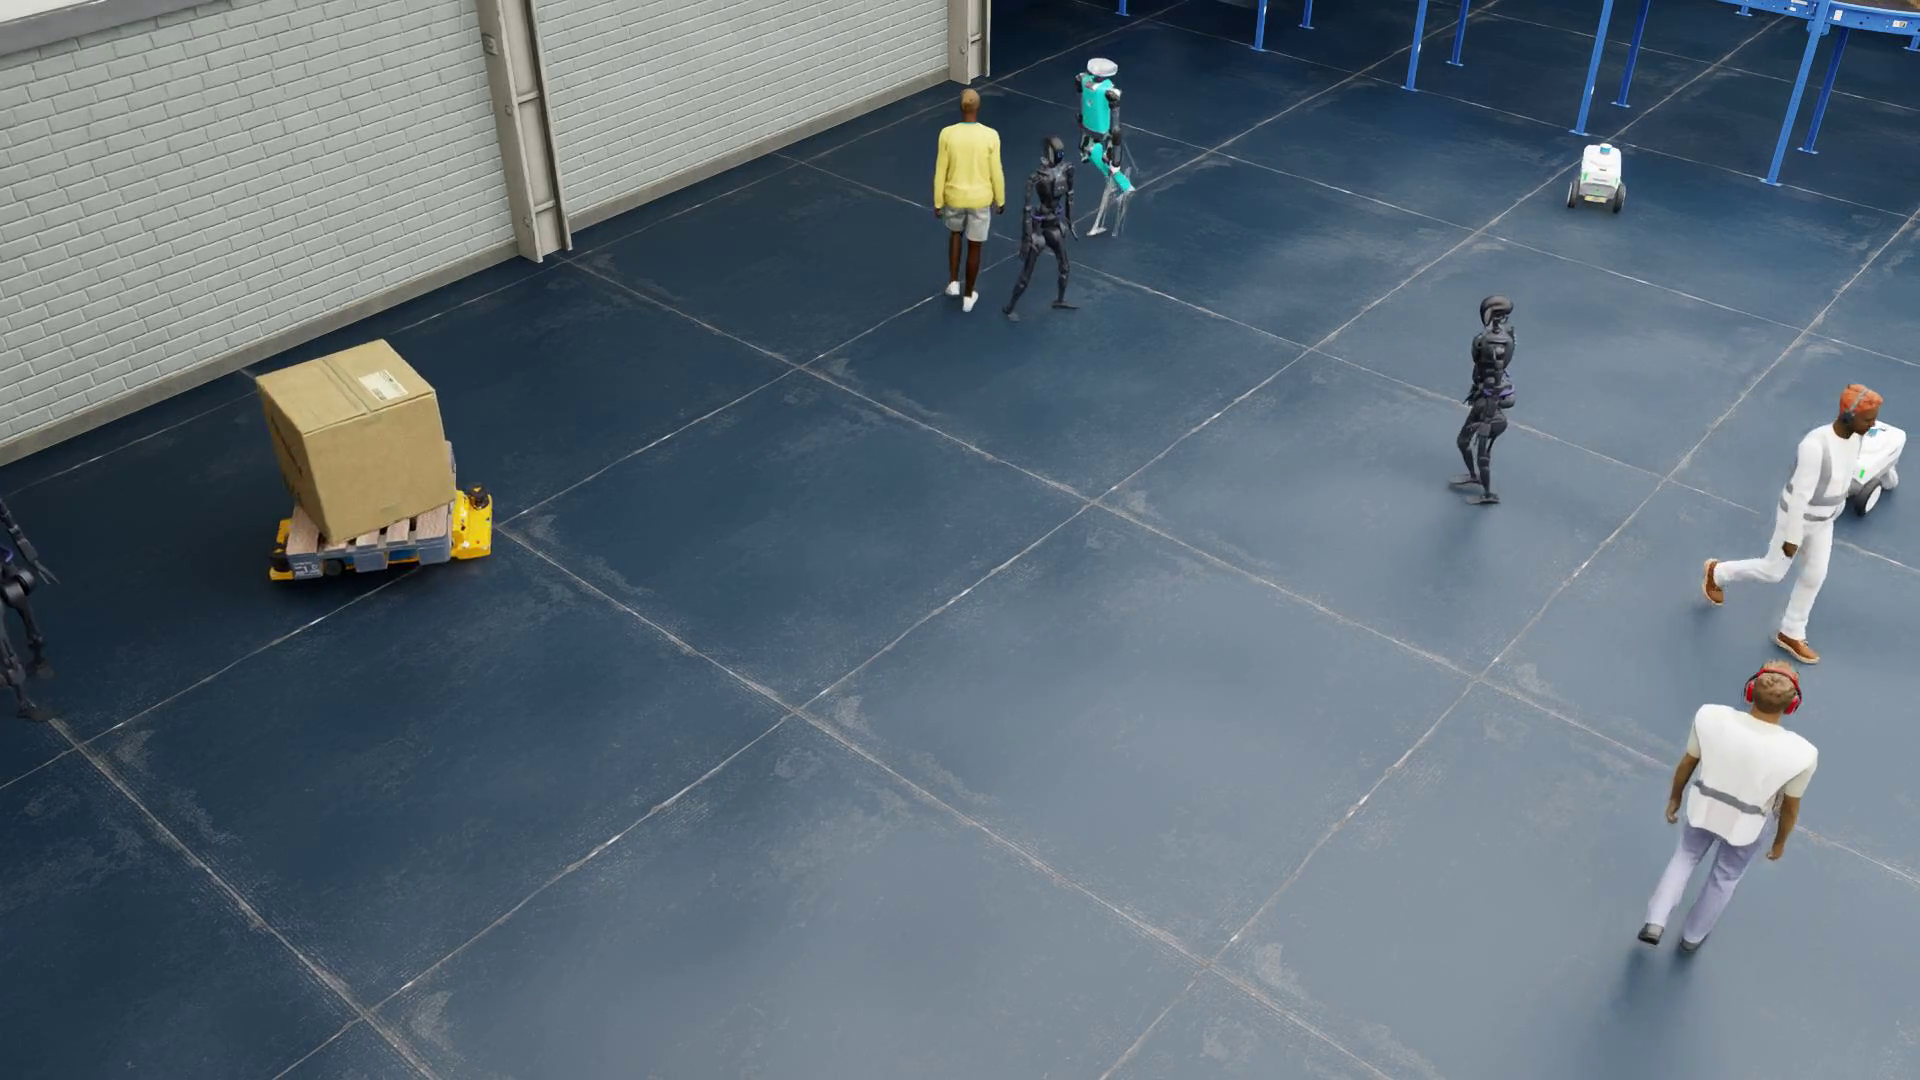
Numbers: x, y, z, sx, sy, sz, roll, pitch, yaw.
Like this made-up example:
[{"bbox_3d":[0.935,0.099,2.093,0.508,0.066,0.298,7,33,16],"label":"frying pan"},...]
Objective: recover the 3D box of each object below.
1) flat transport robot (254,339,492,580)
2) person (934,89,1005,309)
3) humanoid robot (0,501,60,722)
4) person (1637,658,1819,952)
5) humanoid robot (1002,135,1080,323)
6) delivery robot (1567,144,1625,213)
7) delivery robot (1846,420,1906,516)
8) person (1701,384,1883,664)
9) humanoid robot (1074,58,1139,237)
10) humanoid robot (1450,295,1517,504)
[{"bbox_3d":[-3.979,-0.057,11.468,1.431,0.231,0.659,-7,36,-10],"label":"flat transport robot"},{"bbox_3d":[0.080,-2.864,14.031,0.583,1.872,0.505,6,36,8],"label":"person"},{"bbox_3d":[-5.663,0.278,9.820,0.579,1.634,0.625,18,39,24],"label":"humanoid robot"},{"bbox_3d":[3.736,1.371,8.119,0.563,1.827,0.487,28,44,33],"label":"person"},{"bbox_3d":[0.689,-2.626,13.892,0.620,1.633,0.473,-26,43,-32],"label":"humanoid robot"},{"bbox_3d":[6.192,-3.525,16.085,0.515,0.588,0.759,11,37,14],"label":"delivery robot"},{"bbox_3d":[6.446,-0.560,11.929,0.767,0.596,0.524,-28,44,-33],"label":"delivery robot"},{"bbox_3d":[5.171,-0.170,10.259,0.583,1.855,0.806,-18,39,-23],"label":"person"},{"bbox_3d":[1.402,-3.535,15.102,0.789,1.796,0.558,-25,43,-31],"label":"humanoid robot"},{"bbox_3d":[3.671,-0.960,11.530,0.383,1.646,0.587,2,36,3],"label":"humanoid robot"}]
